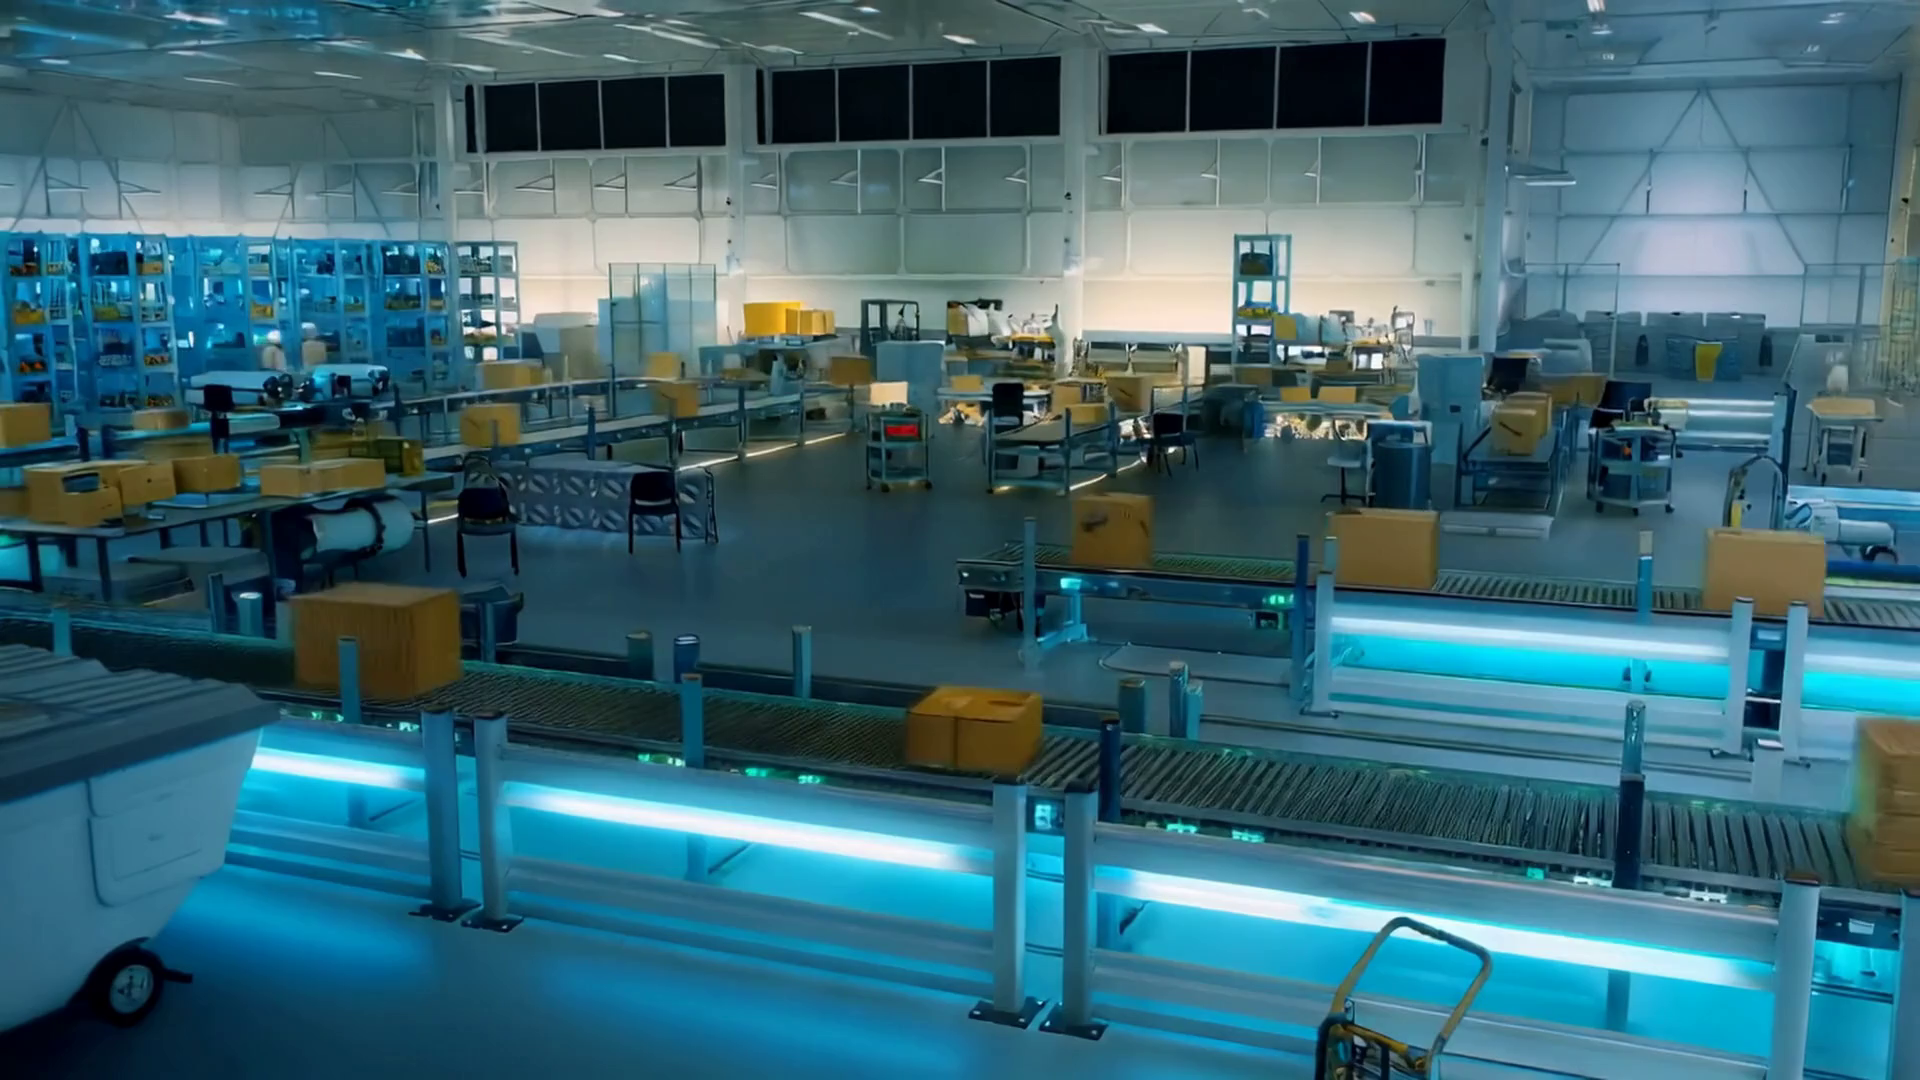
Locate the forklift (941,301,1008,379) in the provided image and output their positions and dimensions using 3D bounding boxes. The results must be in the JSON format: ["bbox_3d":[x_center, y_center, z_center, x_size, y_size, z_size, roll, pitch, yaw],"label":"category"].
[{"bbox_3d":[0.365,-4.966,41.571,1.157,1.987,2.680,3,10,20],"label":"forklift"}]

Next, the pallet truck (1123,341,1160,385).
[{"bbox_3d":[4.445,-4.380,41.279,0.680,1.201,1.601,4,10,22],"label":"pallet truck"}]

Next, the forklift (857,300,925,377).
[{"bbox_3d":[-1.732,-5.109,42.468,1.157,1.987,2.680,4,10,22],"label":"forklift"}]

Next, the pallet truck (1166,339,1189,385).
[{"bbox_3d":[5.418,-4.269,40.420,0.704,1.261,1.522,3,10,20],"label":"pallet truck"}]

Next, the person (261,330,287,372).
[{"bbox_3d":[-13.027,-3.074,31.579,0.596,1.820,0.510,5,11,28],"label":"person"}]

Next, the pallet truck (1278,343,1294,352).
[{"bbox_3d":[7.886,-4.163,39.743,0.653,1.274,1.630,4,10,22],"label":"pallet truck"}]

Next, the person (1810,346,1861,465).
[{"bbox_3d":[13.274,-2.008,25.088,0.623,1.835,0.547,4,10,22],"label":"person"}]

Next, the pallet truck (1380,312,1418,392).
[{"bbox_3d":[10.207,-4.283,38.369,0.823,1.965,1.885,3,10,20],"label":"pallet truck"}]

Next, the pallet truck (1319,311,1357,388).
[{"bbox_3d":[9.071,-4.419,39.190,0.823,1.965,1.885,5,10,26],"label":"pallet truck"}]

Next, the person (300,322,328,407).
[{"bbox_3d":[-12.181,-3.092,31.208,0.659,1.974,0.584,6,11,34],"label":"person"}]
